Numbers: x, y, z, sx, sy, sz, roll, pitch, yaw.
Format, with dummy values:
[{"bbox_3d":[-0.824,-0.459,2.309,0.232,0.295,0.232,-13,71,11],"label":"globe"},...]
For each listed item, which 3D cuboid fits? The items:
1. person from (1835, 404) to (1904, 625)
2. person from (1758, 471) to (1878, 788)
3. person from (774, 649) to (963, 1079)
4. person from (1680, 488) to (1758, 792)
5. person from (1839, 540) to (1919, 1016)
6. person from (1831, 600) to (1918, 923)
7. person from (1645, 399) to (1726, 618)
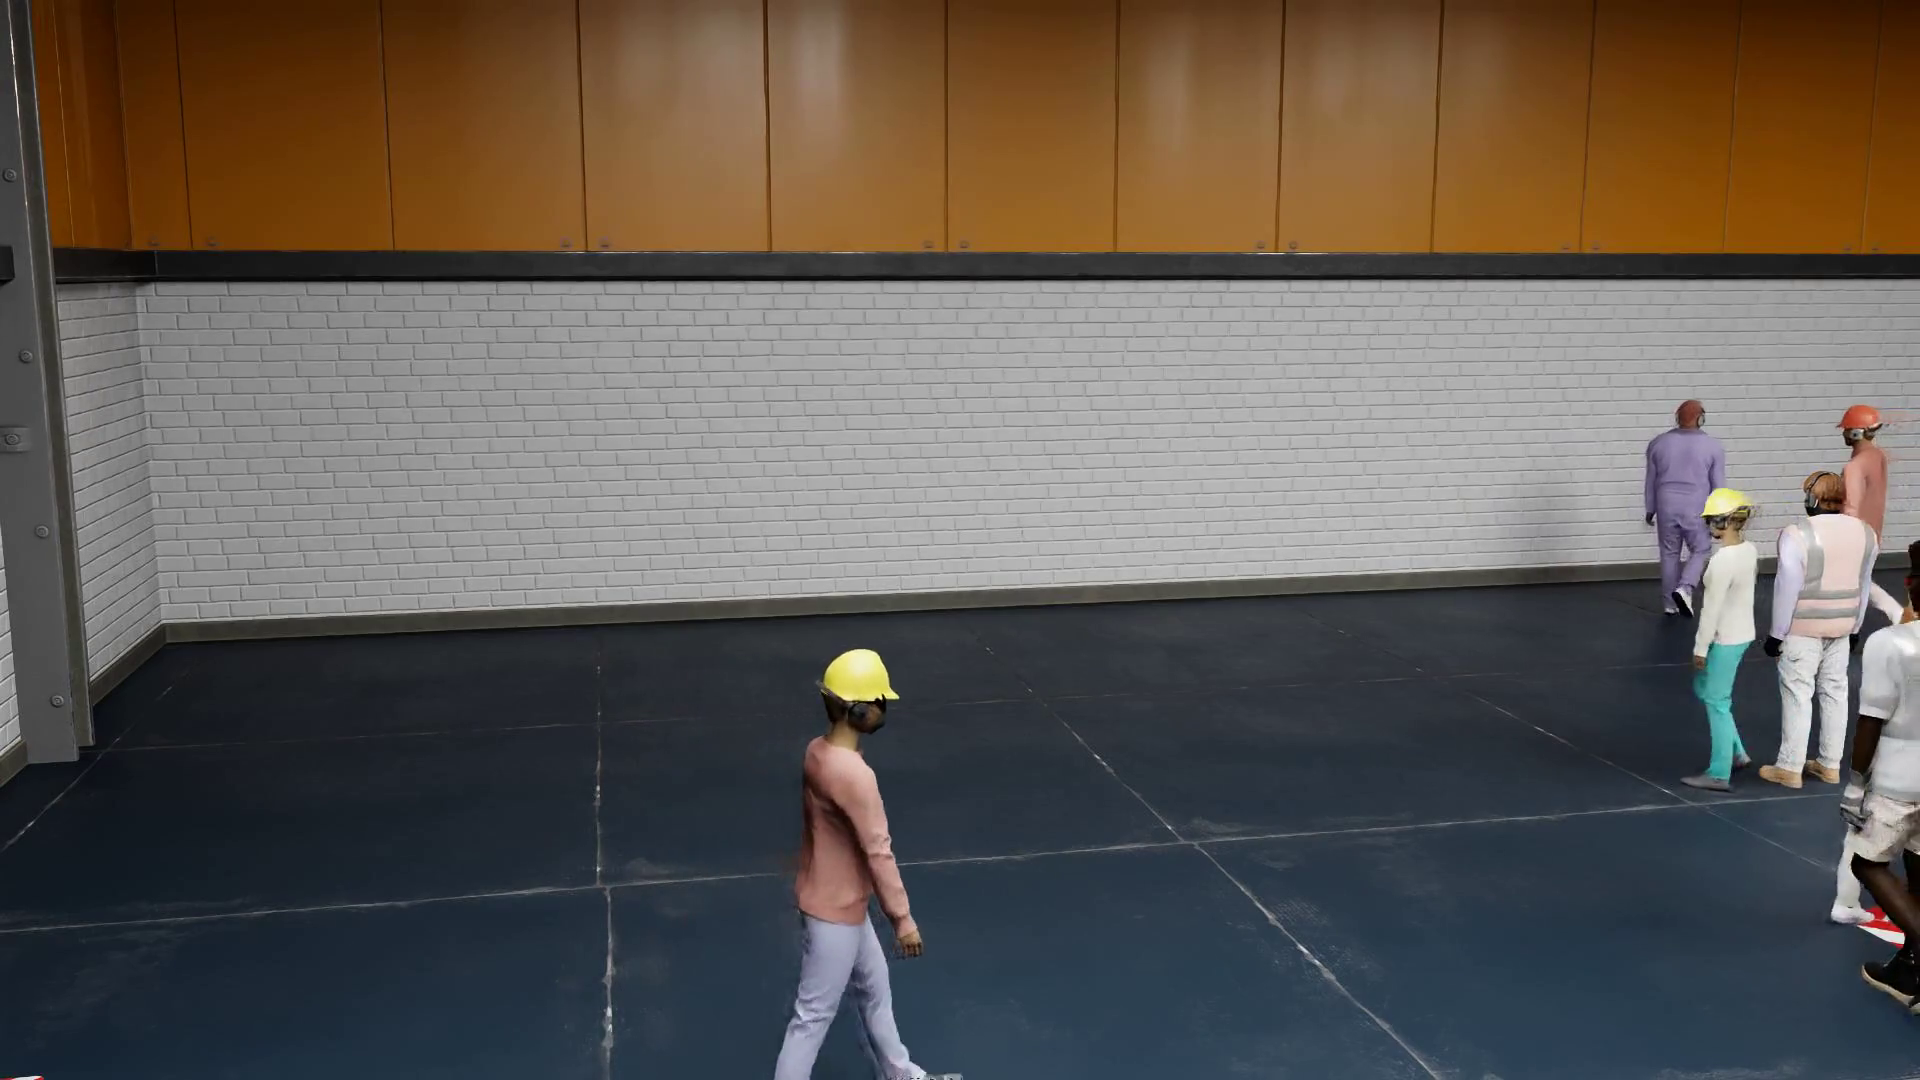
[{"bbox_3d":[6.915,-0.043,12.669,0.625,1.974,0.771,-9,13,-44],"label":"person"},{"bbox_3d":[4.943,0.515,9.641,0.637,1.842,0.429,-2,10,-15],"label":"person"},{"bbox_3d":[-0.305,1.231,5.635,0.853,1.732,0.547,-3,10,-17],"label":"person"},{"bbox_3d":[4.353,0.575,9.537,0.369,1.746,0.549,9,13,43],"label":"person"},{"bbox_3d":[3.855,0.959,6.605,0.621,1.945,0.597,-1,9,-8],"label":"person"},{"bbox_3d":[4.373,0.976,7.591,0.861,1.585,0.508,-4,10,-22],"label":"person"},{"bbox_3d":[6.170,-0.256,14.193,0.670,1.892,0.631,7,12,37],"label":"person"}]
